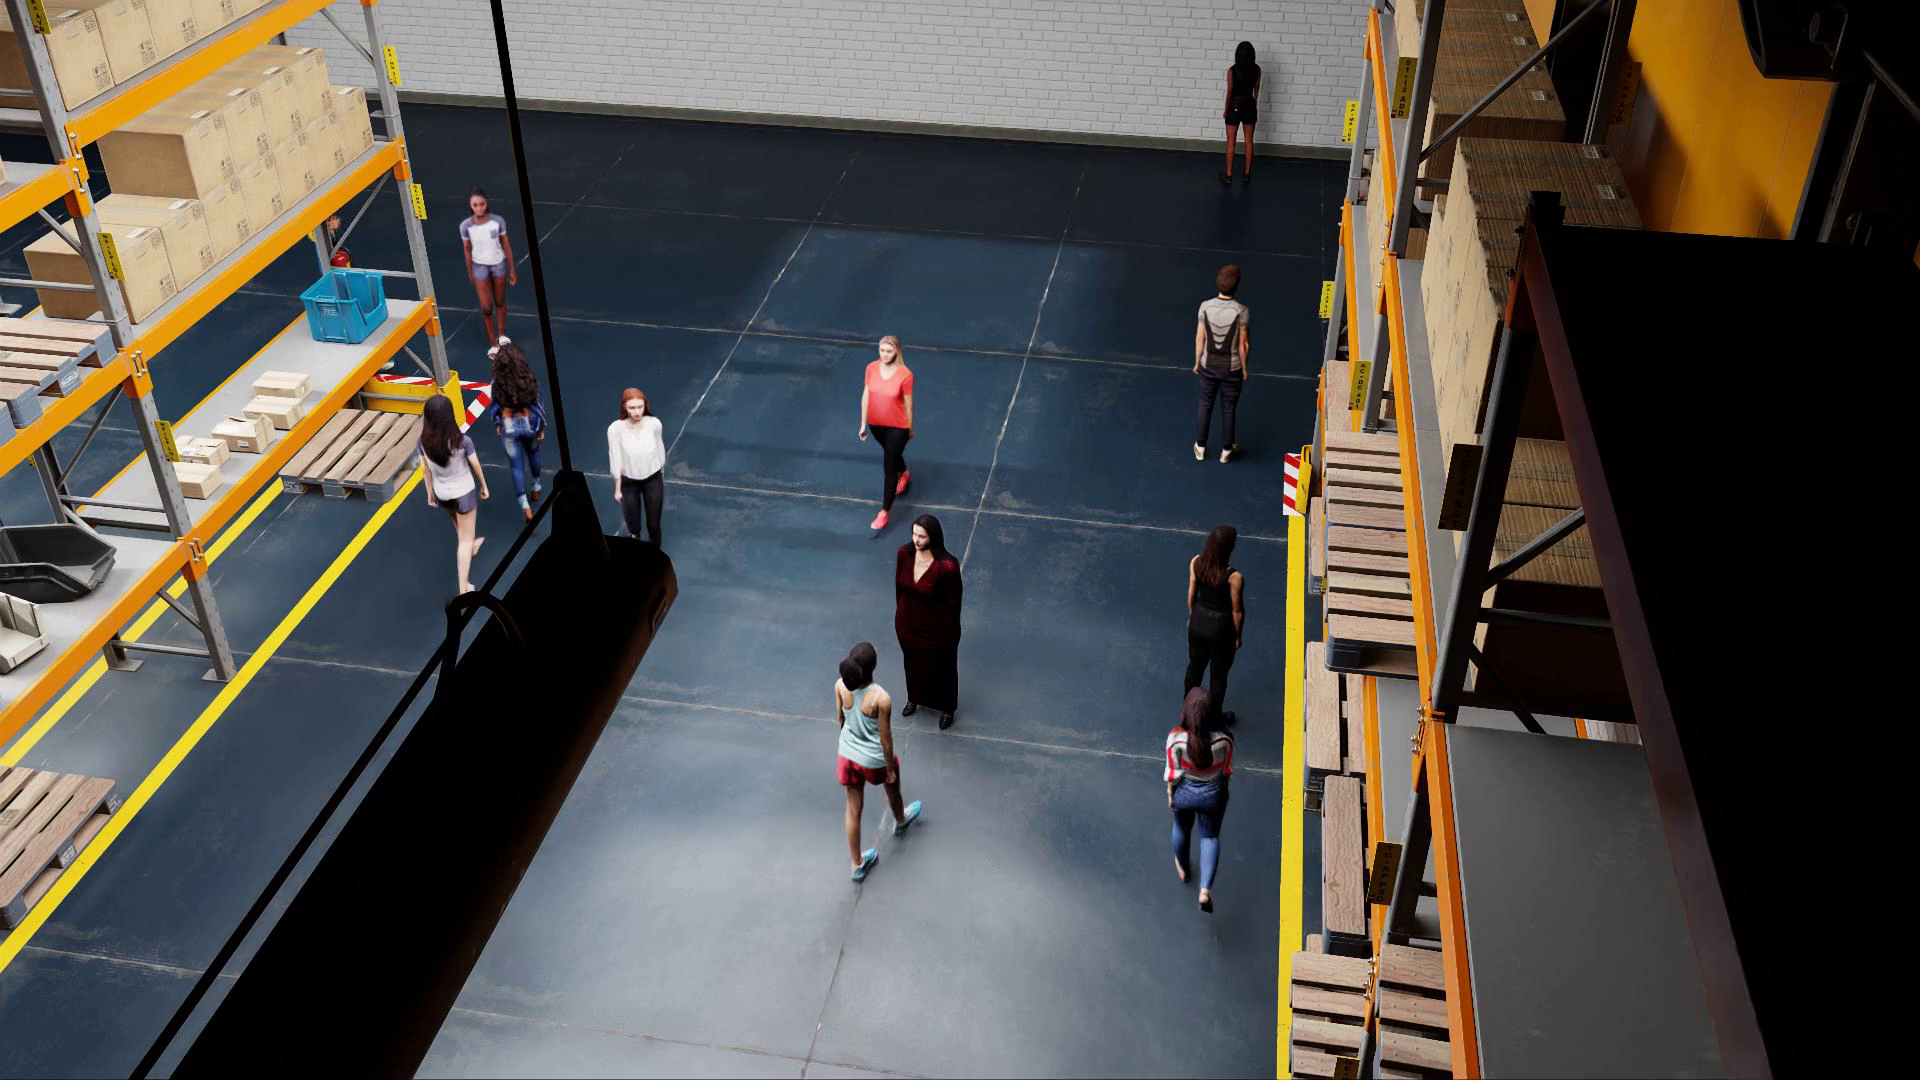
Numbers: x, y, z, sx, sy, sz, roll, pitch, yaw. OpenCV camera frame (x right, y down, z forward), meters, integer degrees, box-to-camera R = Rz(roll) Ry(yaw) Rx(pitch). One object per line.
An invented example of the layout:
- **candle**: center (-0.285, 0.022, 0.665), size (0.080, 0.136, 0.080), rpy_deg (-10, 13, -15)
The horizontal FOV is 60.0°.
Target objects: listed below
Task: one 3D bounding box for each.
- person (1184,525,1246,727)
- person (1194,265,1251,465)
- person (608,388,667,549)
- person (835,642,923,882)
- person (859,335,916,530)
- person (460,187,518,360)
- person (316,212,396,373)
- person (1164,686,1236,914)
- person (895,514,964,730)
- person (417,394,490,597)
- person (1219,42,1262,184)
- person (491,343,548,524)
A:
- **person**: center (1.783, 0.619, 11.723), size (0.679, 1.688, 0.697), rpy_deg (24, 40, 32)
- **person**: center (2.329, -1.563, 14.817), size (0.684, 1.896, 0.606), rpy_deg (11, 35, 16)
- **person**: center (-2.569, -0.464, 13.299), size (0.834, 1.746, 0.936), rpy_deg (-13, 36, -18)
- **person**: center (-0.629, 1.424, 10.461), size (0.793, 1.744, 1.056), rpy_deg (15, 37, 22)
- **person**: center (-0.569, -1.007, 14.200), size (0.828, 1.654, 1.217), rpy_deg (15, 37, 22)
- **person**: center (-4.737, -2.749, 16.774), size (0.822, 1.705, 0.909), rpy_deg (-14, 36, -20)
- **person**: center (-6.056, -2.323, 16.016), size (1.093, 1.835, 1.144), rpy_deg (-15, 36, -21)
- **person**: center (1.482, 1.626, 10.292), size (0.643, 1.595, 0.927), rpy_deg (3, 34, 5)
- **person**: center (-0.219, 0.565, 11.741), size (0.747, 1.757, 0.727), rpy_deg (17, 37, 24)
- **person**: center (-4.016, -0.323, 13.166), size (0.646, 1.660, 1.095), rpy_deg (3, 34, 5)
- **person**: center (3.474, -5.290, 20.563), size (0.676, 1.743, 0.655), rpy_deg (-7, 34, -10)
- **person**: center (-3.728, -0.884, 14.071), size (0.866, 1.591, 1.101), rpy_deg (-8, 34, -12)
